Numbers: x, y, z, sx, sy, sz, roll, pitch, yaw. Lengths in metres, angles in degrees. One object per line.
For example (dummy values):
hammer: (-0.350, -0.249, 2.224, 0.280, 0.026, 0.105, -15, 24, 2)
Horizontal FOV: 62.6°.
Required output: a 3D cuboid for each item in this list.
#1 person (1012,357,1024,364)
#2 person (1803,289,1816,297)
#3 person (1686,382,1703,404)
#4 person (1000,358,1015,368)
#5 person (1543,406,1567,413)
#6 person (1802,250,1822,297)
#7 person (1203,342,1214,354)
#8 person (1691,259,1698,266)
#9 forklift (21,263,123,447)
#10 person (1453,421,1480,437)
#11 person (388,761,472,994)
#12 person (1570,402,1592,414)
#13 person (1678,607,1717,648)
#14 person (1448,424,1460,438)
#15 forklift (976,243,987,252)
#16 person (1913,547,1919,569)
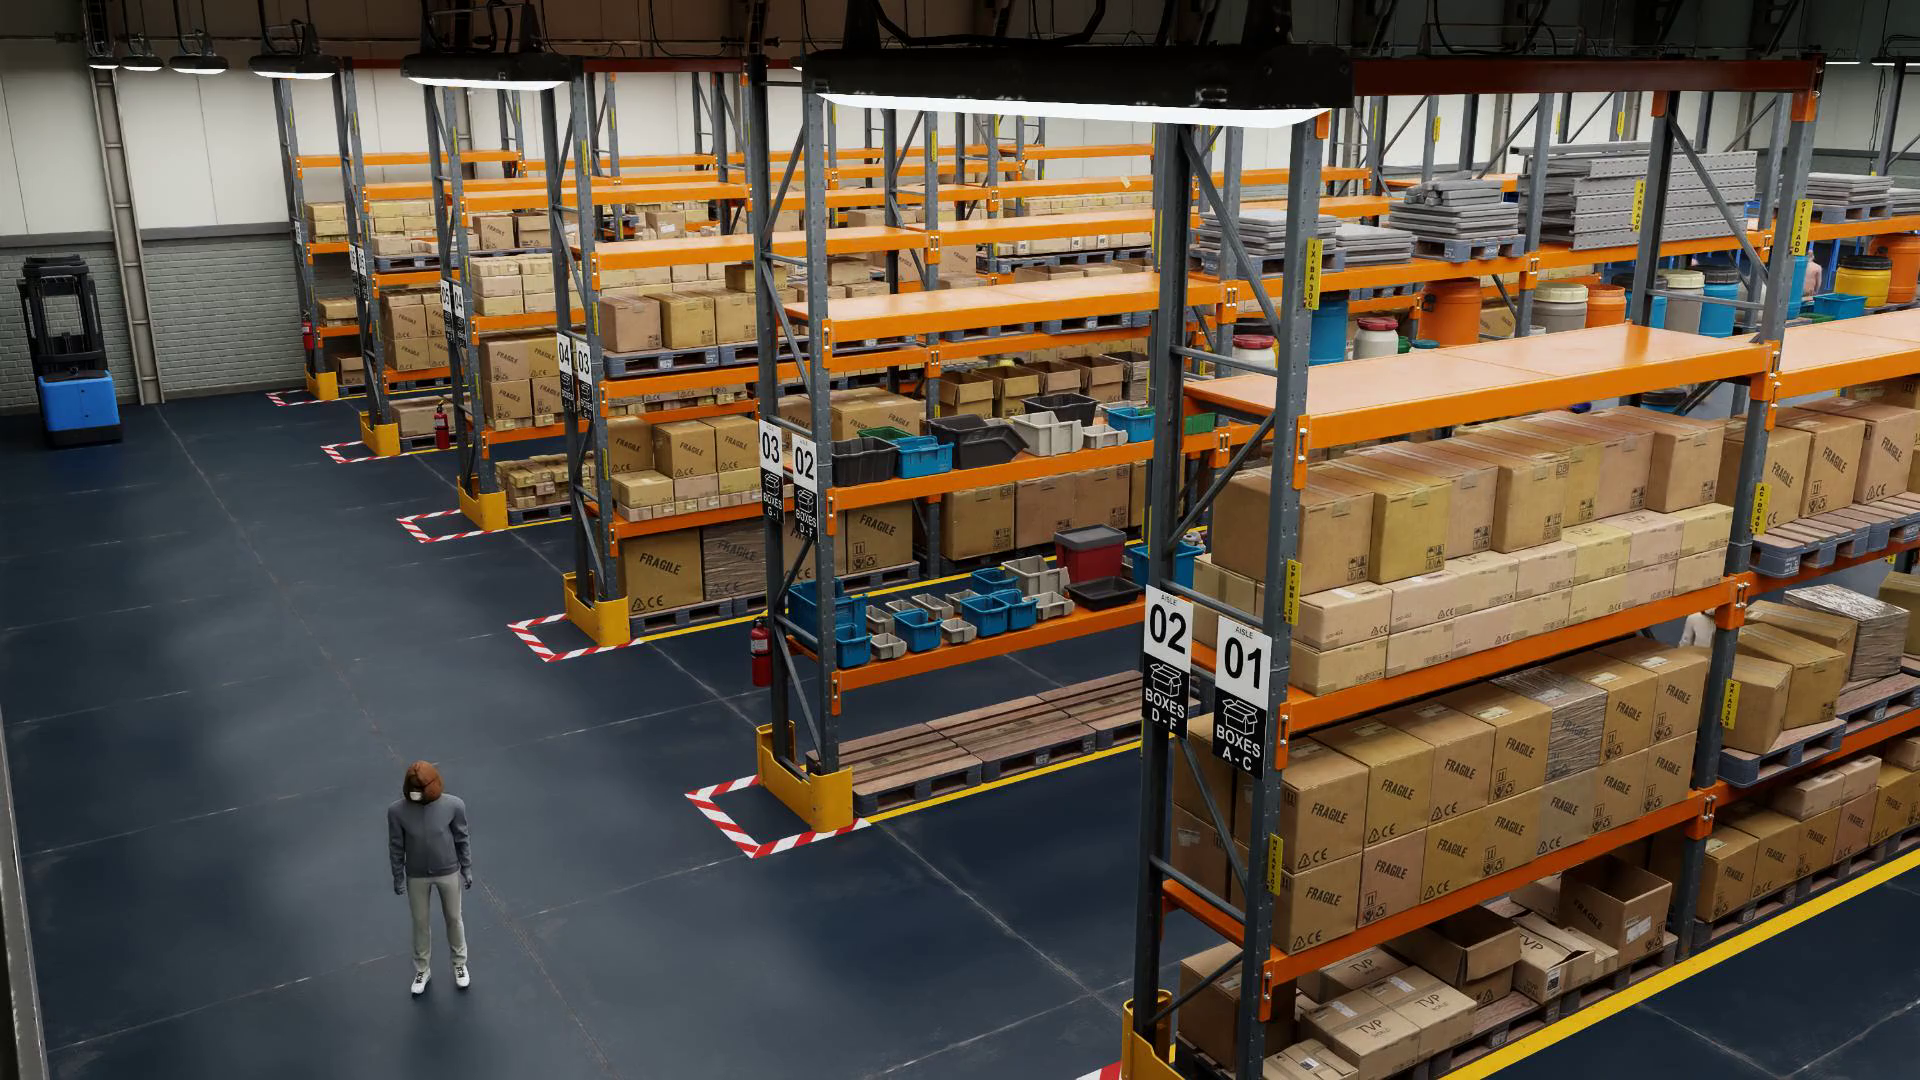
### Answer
person: (0.873, -1.918, 23.826, 0.319, 1.695, 0.539, -1, 17, -2)
person: (15.723, -3.752, 29.519, 1.007, 1.880, 0.642, -3, 17, -11)
person: (13.221, -3.476, 28.355, 0.614, 2.039, 0.395, -16, 23, -42)
person: (0.639, -1.762, 23.118, 0.454, 1.819, 0.593, 4, 17, 13)
person: (7.423, -0.775, 19.620, 0.606, 1.968, 0.626, -12, 21, -34)
person: (19.114, -5.620, 35.738, 1.043, 1.836, 0.632, -12, 21, -34)
person: (3.930, -2.305, 25.064, 0.803, 1.710, 0.518, -11, 20, -32)
person: (15.523, -5.029, 33.650, 0.565, 1.916, 0.436, 1, 17, 4)
forklift: (-14.518, -3.079, 25.708, 1.129, 2.768, 1.873, -10, 20, -31)
person: (6.397, -0.801, 19.932, 0.434, 1.832, 0.648, -7, 18, -21)
person: (-3.478, 2.209, 10.402, 0.507, 1.631, 0.277, -4, 17, -12)
person: (7.846, -0.929, 20.264, 1.045, 1.876, 0.614, -13, 21, -37)
person: (6.469, 1.193, 13.751, 0.526, 1.615, 0.539, -13, 21, -35)
person: (7.068, -1.520, 22.237, 0.314, 1.864, 0.532, -9, 19, -28)
forklift: (0.988, -5.474, 34.718, 1.214, 2.155, 2.313, -10, 20, -31)
person: (10.465, 0.210, 16.899, 0.860, 1.659, 0.534, -7, 18, -21)
